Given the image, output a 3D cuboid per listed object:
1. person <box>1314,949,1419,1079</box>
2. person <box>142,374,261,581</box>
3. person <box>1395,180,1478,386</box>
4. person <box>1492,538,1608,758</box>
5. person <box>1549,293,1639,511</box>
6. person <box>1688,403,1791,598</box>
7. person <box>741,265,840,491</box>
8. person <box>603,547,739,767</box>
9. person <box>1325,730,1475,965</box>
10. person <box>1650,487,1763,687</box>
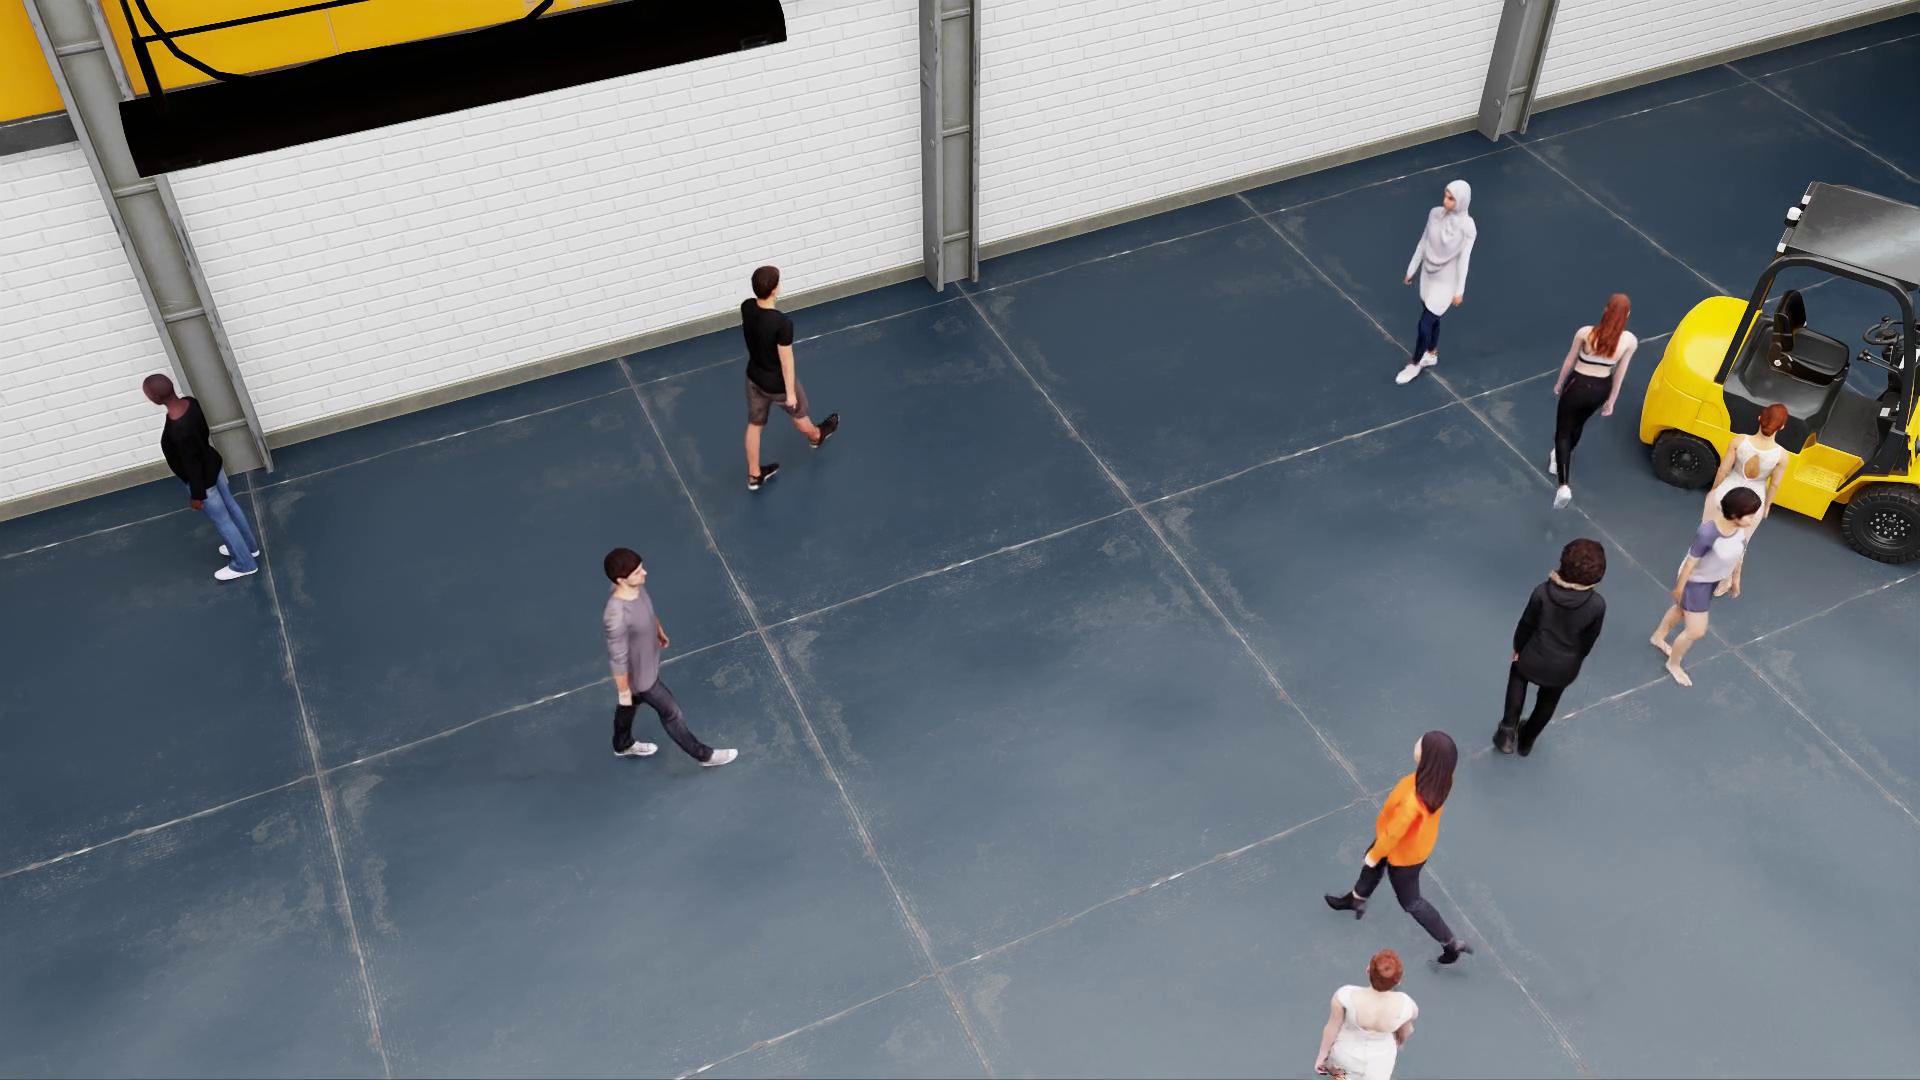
[{"bbox_3d":[1.944,2.663,8.175,1.090,1.735,1.115,13,45,13],"label":"person"},{"bbox_3d":[-5.194,-0.455,11.440,0.627,1.745,0.653,-6,44,-6],"label":"person"},{"bbox_3d":[3.847,-2.064,13.118,0.740,1.761,0.650,-21,47,-20],"label":"person"},{"bbox_3d":[3.610,0.745,10.164,0.773,1.767,0.832,15,46,15],"label":"person"},{"bbox_3d":[4.511,-0.983,12.015,1.090,1.718,1.063,9,44,9],"label":"person"},{"bbox_3d":[5.297,-0.272,11.321,0.621,1.644,0.648,21,47,21],"label":"person"},{"bbox_3d":[-1.445,-1.139,12.104,1.045,1.819,1.268,28,50,27],"label":"person"},{"bbox_3d":[-2.044,0.749,10.121,1.168,1.820,0.960,-2,44,-2],"label":"person"},{"bbox_3d":[2.549,1.731,9.168,1.084,1.715,1.138,21,47,21],"label":"person"},{"bbox_3d":[4.805,0.196,10.899,0.653,1.549,0.681,-26,49,-24],"label":"person"}]
